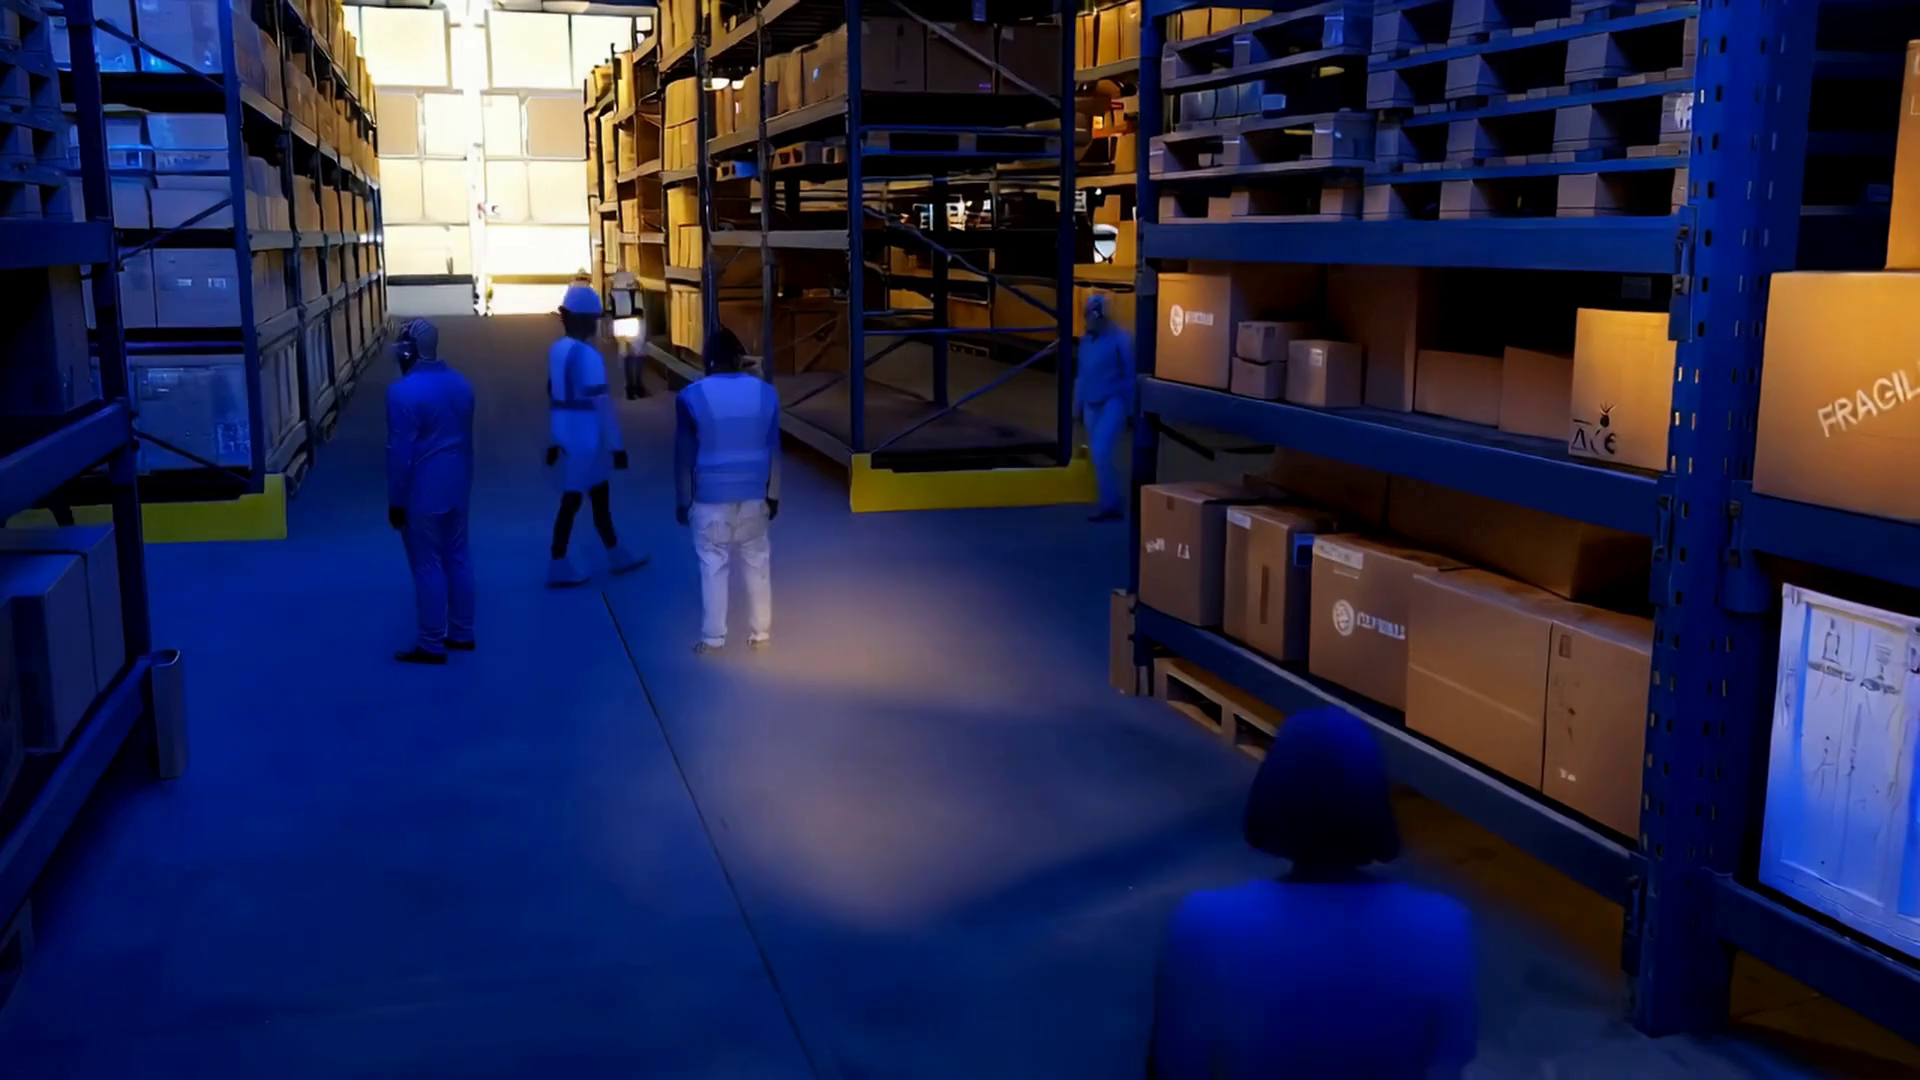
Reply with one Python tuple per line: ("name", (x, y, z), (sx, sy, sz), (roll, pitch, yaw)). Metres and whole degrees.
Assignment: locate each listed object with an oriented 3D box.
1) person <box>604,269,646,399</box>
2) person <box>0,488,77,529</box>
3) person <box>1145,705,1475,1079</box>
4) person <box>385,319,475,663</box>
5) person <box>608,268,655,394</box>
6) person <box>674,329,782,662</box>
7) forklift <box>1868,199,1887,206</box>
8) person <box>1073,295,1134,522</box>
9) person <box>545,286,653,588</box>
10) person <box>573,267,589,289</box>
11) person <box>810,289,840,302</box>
("person", (-4.880, -3.000, 24.250), (0.576, 1.881, 0.649), (-2, 11, -10))
("person", (-6.638, -0.650, 11.967), (0.851, 1.649, 0.553), (-2, 10, -9))
("person", (0.557, 1.051, 2.830), (0.503, 1.600, 0.796), (-1, 10, -5))
("person", (-2.961, -0.271, 9.250), (0.399, 1.902, 0.644), (4, 11, 19))
("person", (-4.946, -3.116, 24.864), (0.731, 1.893, 0.445), (-9, 14, -42))
("person", (-1.297, -0.246, 9.266), (0.629, 1.842, 0.429), (-5, 12, -27))
("forklift", (11.338, -2.915, 21.052), (1.129, 2.768, 1.873), (-3, 11, -17))
("person", (1.164, -1.077, 13.725), (0.451, 1.875, 0.658), (-7, 13, -35))
("person", (-2.427, -0.694, 11.242), (0.929, 2.008, 0.632), (-7, 12, -32))
("person", (-9.409, -5.921, 41.045), (0.521, 1.617, 0.733), (9, 14, 41))
("person", (-2.954, -5.174, 36.440), (0.641, 1.790, 0.978), (-1, 10, -7))
